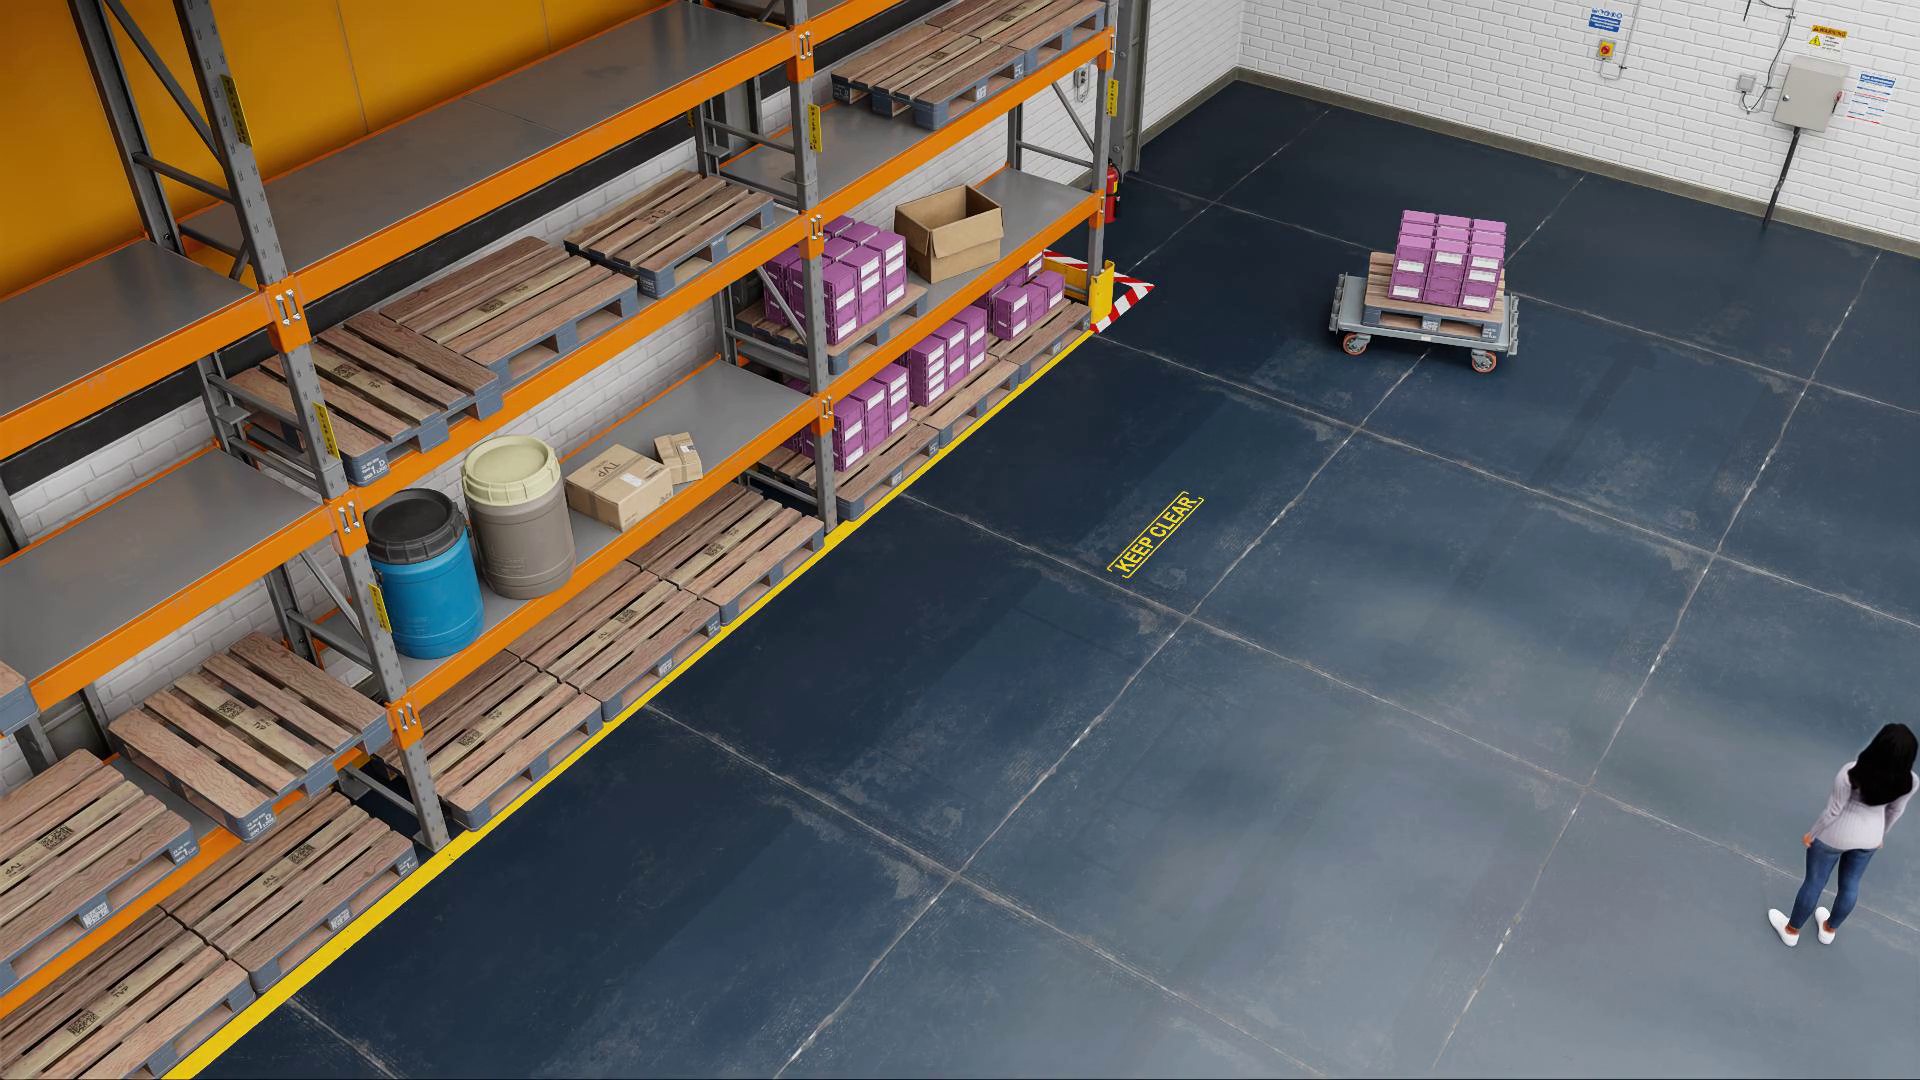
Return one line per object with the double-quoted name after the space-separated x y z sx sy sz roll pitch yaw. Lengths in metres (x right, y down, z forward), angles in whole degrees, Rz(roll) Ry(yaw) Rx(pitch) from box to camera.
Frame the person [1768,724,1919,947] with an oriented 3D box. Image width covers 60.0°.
5.113 1.710 9.557 0.688 1.736 0.707 1 39 1 "person"
